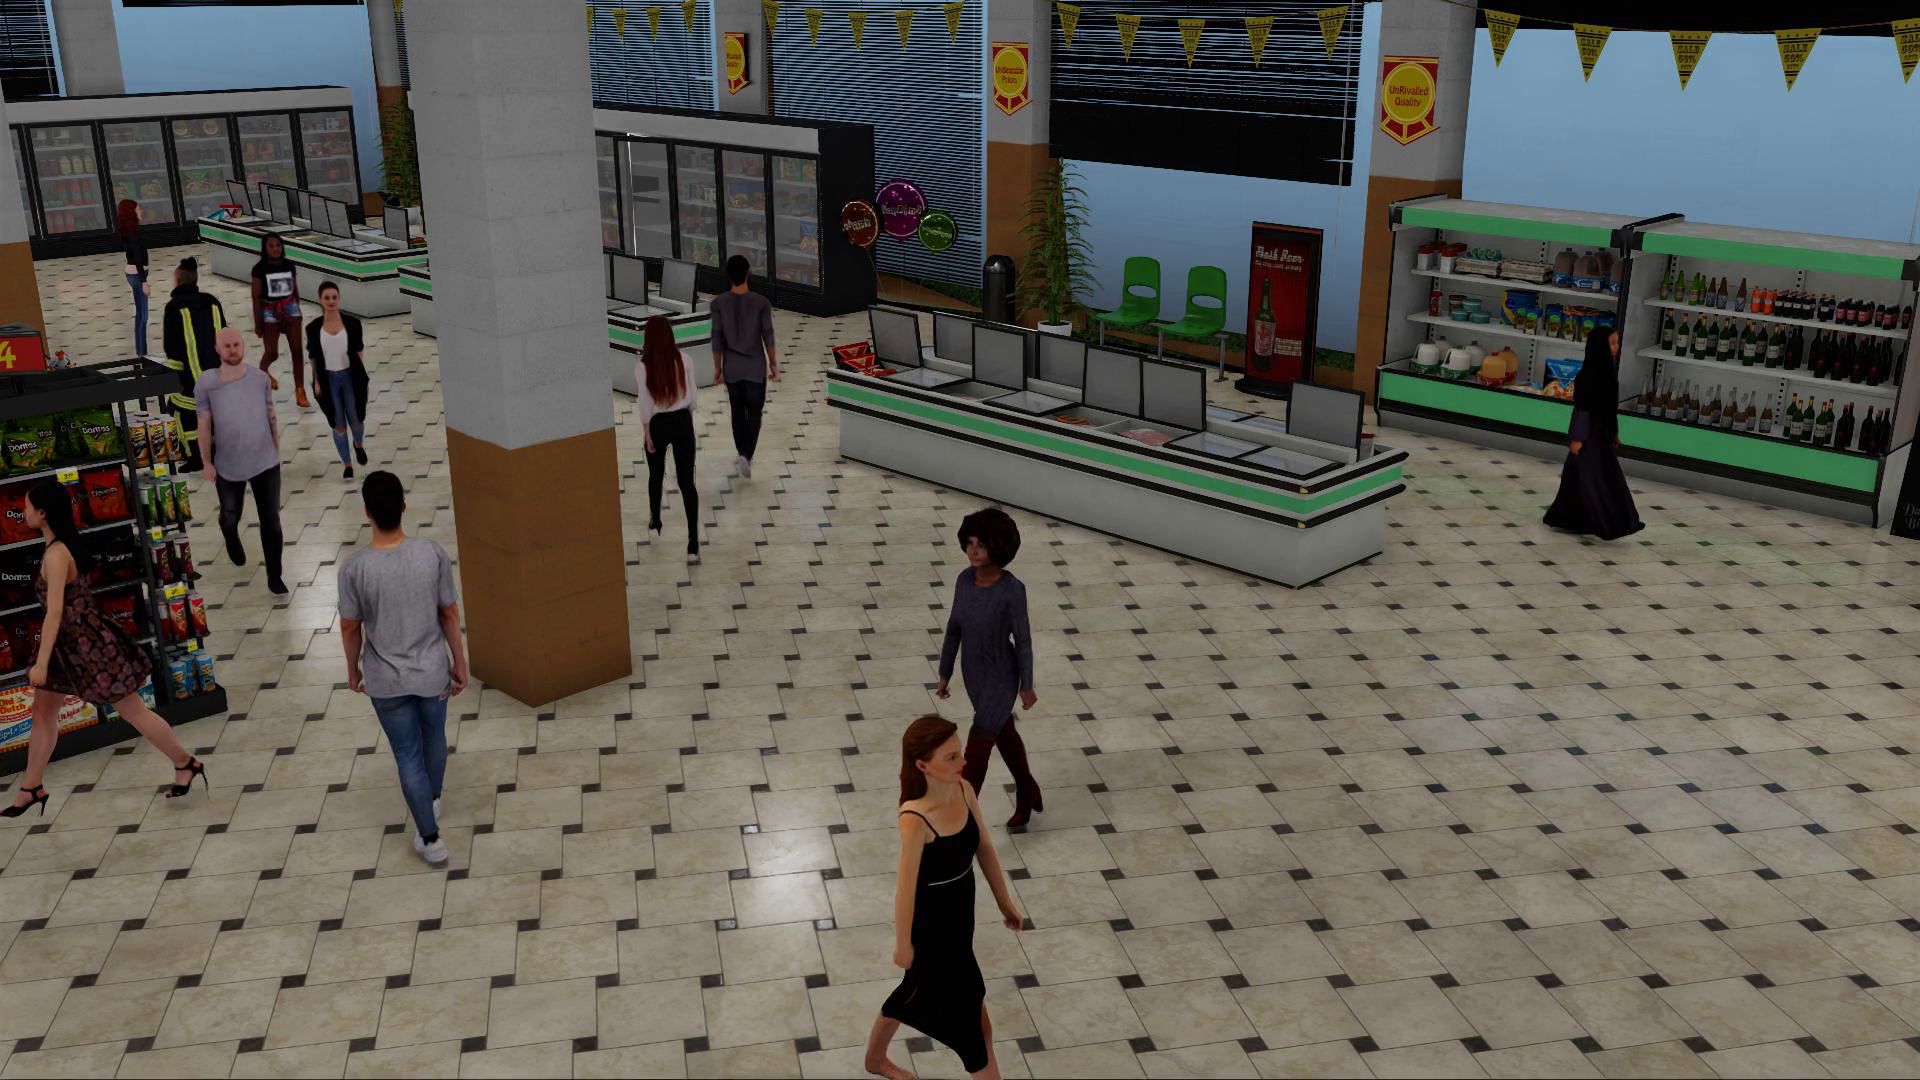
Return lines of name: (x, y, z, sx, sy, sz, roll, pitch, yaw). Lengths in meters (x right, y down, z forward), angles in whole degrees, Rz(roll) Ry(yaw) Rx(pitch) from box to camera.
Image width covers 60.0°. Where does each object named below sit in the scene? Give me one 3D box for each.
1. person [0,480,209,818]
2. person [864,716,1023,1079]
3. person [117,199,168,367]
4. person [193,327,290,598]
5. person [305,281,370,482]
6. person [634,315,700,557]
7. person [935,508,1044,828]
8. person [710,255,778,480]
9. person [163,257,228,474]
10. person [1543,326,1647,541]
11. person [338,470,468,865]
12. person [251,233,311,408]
person: (-4.197, 0.577, 8.141, 0.960, 1.719, 1.194, -8, 20, -23)
person: (-0.159, 1.371, 6.003, 1.141, 1.581, 0.812, 9, 21, 25)
person: (-8.909, -2.796, 18.036, 0.676, 1.787, 0.538, -10, 21, -26)
person: (-4.888, -0.545, 11.324, 0.817, 1.811, 1.195, -13, 22, -33)
person: (-5.184, -1.336, 13.887, 0.798, 1.673, 0.876, -5, 19, -16)
person: (-2.045, -0.701, 11.945, 0.925, 1.710, 1.238, -7, 20, -21)
person: (0.203, 0.674, 7.932, 0.683, 1.669, 1.022, -16, 25, -40)
person: (-1.812, -1.416, 13.894, 1.129, 1.820, 1.154, 1, 19, 3)
person: (-6.287, -1.413, 13.834, 0.841, 1.852, 0.872, 10, 21, 28)
person: (4.653, -0.814, 12.445, 1.022, 1.605, 0.683, 15, 24, 37)
person: (-2.548, 0.633, 7.748, 0.828, 1.863, 1.046, -11, 22, -29)
person: (-6.671, -2.141, 16.235, 1.009, 1.697, 0.619, 16, 24, 39)
